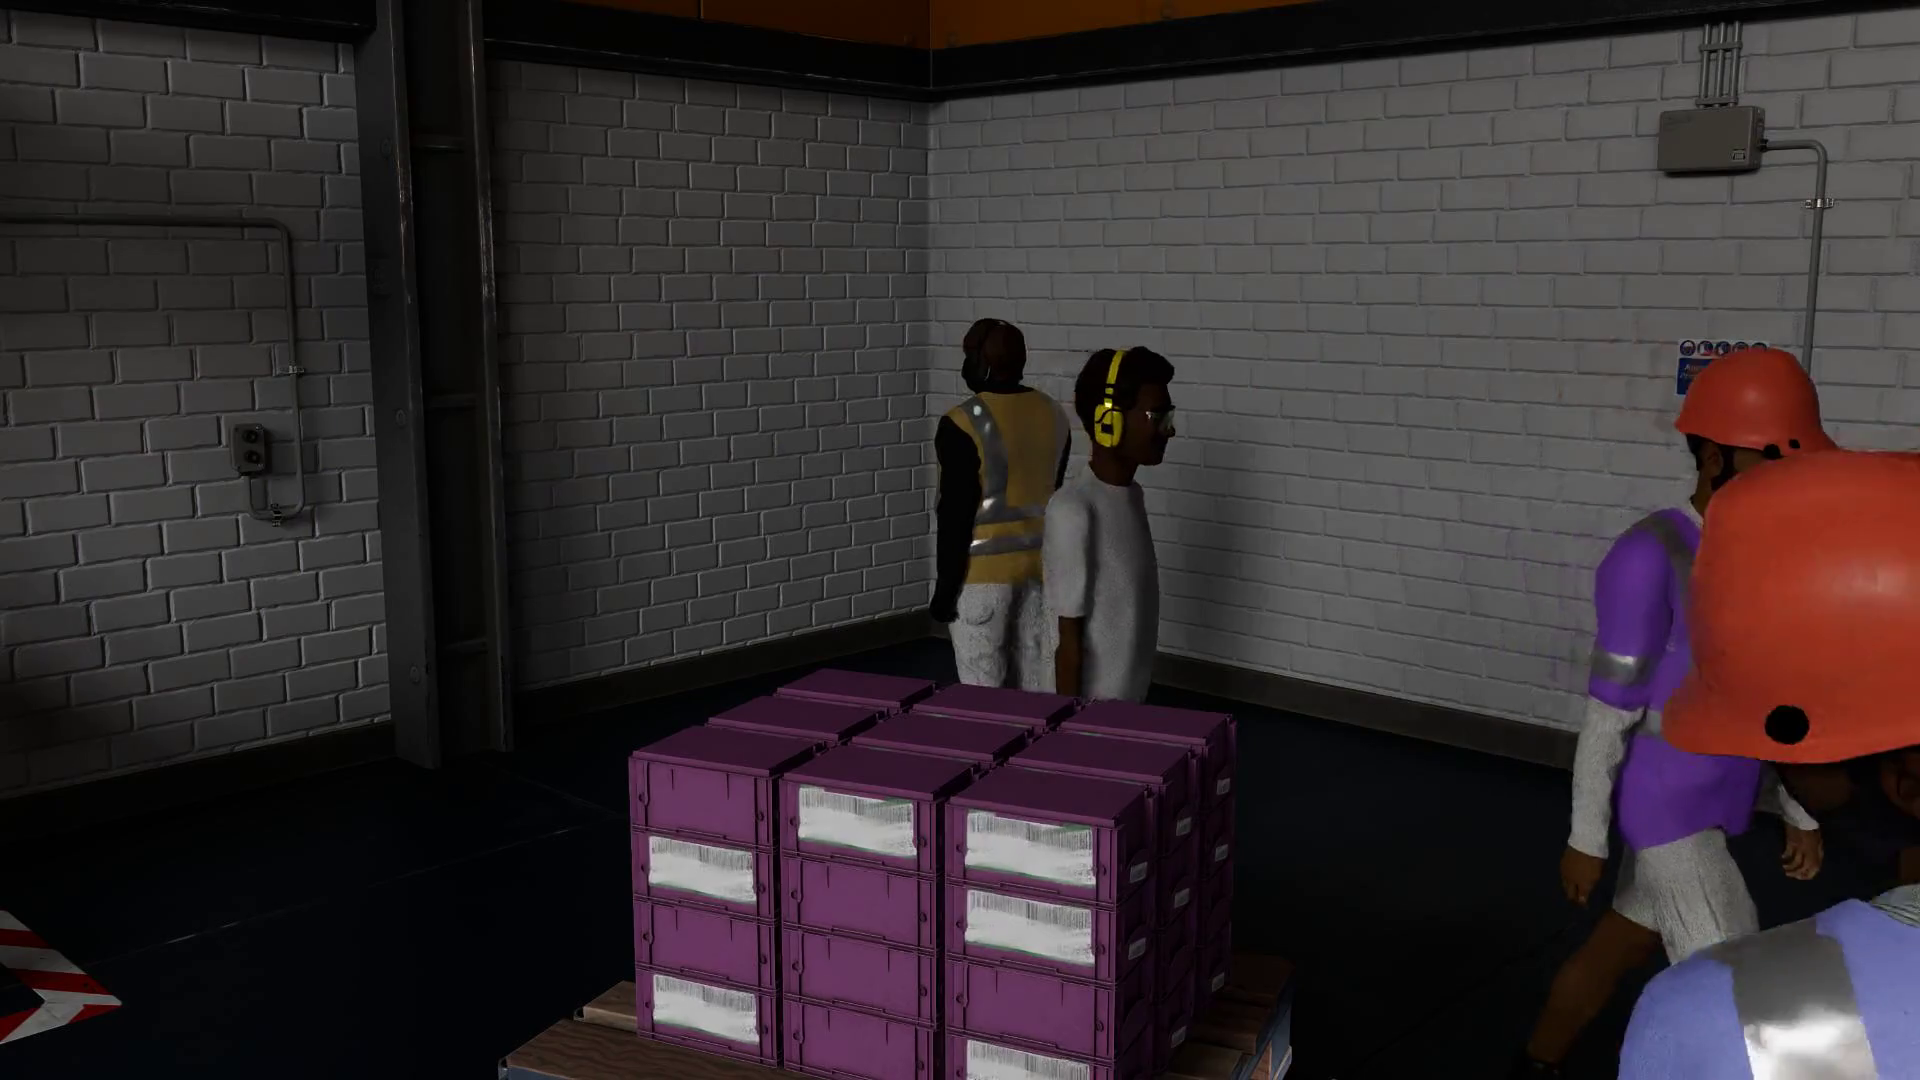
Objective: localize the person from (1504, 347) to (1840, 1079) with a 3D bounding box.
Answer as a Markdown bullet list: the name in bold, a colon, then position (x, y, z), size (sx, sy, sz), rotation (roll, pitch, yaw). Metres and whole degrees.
- **person**: position (1.556, 0.541, 3.434), size (0.581, 1.868, 1.046), rotation (-7, 12, -37)

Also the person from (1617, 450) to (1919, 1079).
- **person**: position (0.753, 0.886, 1.254), size (0.606, 1.894, 0.410), rotation (2, 9, 10)

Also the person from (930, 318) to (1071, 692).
- **person**: position (0.119, 0.115, 6.113), size (0.429, 1.845, 0.625), rotation (8, 13, 42)

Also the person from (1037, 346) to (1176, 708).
- **person**: position (0.287, 0.454, 4.034), size (0.619, 1.851, 0.521), rotation (4, 10, 23)
